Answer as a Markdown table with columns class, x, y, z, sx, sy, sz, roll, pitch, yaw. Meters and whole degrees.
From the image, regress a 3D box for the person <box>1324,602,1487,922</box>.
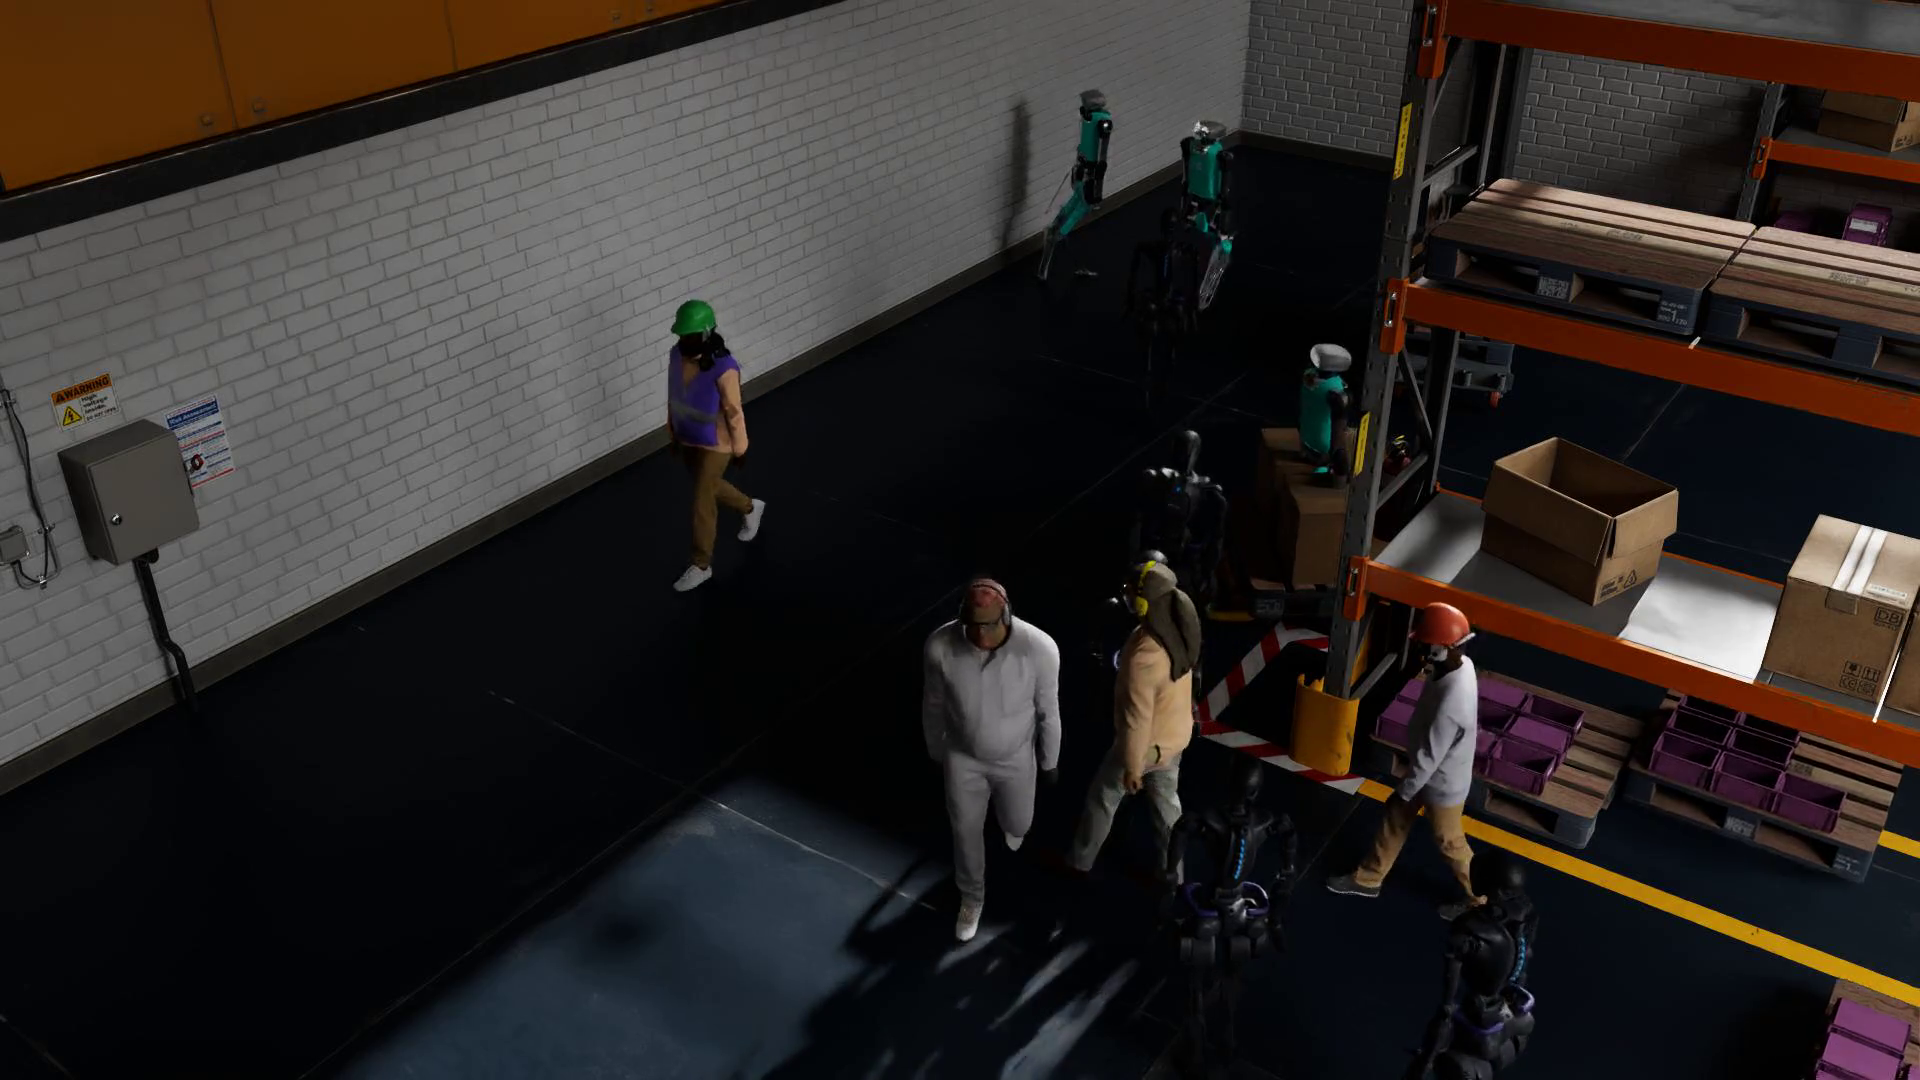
| class | x | y | z | sx | sy | sz | roll | pitch | yaw |
| --- | --- | --- | --- | --- | --- | --- | --- | --- | --- |
| person | 2.233 | 1.064 | 7.763 | 0.820 | 1.699 | 0.545 | 6 | 30 | 10 |

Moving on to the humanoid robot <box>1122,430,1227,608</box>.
| class | x | y | z | sx | sy | sz | roll | pitch | yaw |
| --- | --- | --- | --- | --- | --- | --- | --- | --- | --- |
| humanoid robot | 1.197 | 0.126 | 9.416 | 0.585 | 1.640 | 0.478 | 11 | 32 | 18 |

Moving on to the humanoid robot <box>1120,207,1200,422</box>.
| class | x | y | z | sx | sy | sz | roll | pitch | yaw |
| --- | --- | --- | --- | --- | --- | --- | --- | --- | --- |
| humanoid robot | 1.524 | -1.721 | 12.671 | 0.598 | 1.656 | 0.744 | 4 | 30 | 6 |

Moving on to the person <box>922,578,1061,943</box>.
| class | x | y | z | sx | sy | sz | roll | pitch | yaw |
| --- | --- | --- | --- | --- | --- | --- | --- | --- | --- |
| person | 0.146 | 0.940 | 7.791 | 0.656 | 1.879 | 0.719 | 4 | 30 | 6 |

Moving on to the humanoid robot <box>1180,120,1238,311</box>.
| class | x | y | z | sx | sy | sz | roll | pitch | yaw |
| --- | --- | --- | --- | --- | --- | --- | --- | --- | --- |
| humanoid robot | 2.255 | -2.837 | 14.424 | 0.773 | 1.703 | 0.554 | -25 | 39 | -37 |

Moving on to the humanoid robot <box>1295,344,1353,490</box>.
| class | x | y | z | sx | sy | sz | roll | pitch | yaw |
| --- | --- | --- | --- | --- | --- | --- | --- | --- | --- |
| humanoid robot | 2.351 | -0.370 | 10.230 | 0.645 | 1.810 | 0.534 | -9 | 31 | -15 |

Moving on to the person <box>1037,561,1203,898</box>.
| class | x | y | z | sx | sy | sz | roll | pitch | yaw |
| --- | --- | --- | --- | --- | --- | --- | --- | --- | --- |
| person | 0.776 | 0.884 | 7.930 | 0.841 | 1.843 | 0.583 | 19 | 35 | 29 |

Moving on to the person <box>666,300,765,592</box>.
| class | x | y | z | sx | sy | sz | roll | pitch | yaw |
| --- | --- | --- | --- | --- | --- | --- | --- | --- | --- |
| person | -1.581 | -0.673 | 10.578 | 0.530 | 1.898 | 0.864 | 23 | 37 | 34 |

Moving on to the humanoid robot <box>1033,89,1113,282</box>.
| class | x | y | z | sx | sy | sz | roll | pitch | yaw |
| --- | --- | --- | --- | --- | --- | --- | --- | --- | --- |
| humanoid robot | 0.931 | -3.133 | 15.094 | 0.808 | 1.850 | 0.560 | -8 | 31 | -14 |

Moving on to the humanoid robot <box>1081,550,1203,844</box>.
| class | x | y | z | sx | sy | sz | roll | pitch | yaw |
| --- | --- | --- | --- | --- | --- | --- | --- | --- | --- |
| humanoid robot | 0.919 | 0.768 | 8.297 | 0.610 | 1.646 | 0.346 | 4 | 30 | 8 |

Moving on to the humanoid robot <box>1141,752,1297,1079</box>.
| class | x | y | z | sx | sy | sz | roll | pitch | yaw |
| --- | --- | --- | --- | --- | --- | --- | --- | --- | --- |
| humanoid robot | 1.063 | 1.576 | 6.897 | 0.607 | 1.651 | 0.356 | -3 | 30 | -5 |

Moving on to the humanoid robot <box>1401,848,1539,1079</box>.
| class | x | y | z | sx | sy | sz | roll | pitch | yaw |
| --- | --- | --- | --- | --- | --- | --- | --- | --- | --- |
| humanoid robot | 2.012 | 1.945 | 6.305 | 0.605 | 1.652 | 0.631 | -15 | 33 | -24 |

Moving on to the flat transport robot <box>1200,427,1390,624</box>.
| class | x | y | z | sx | sy | sz | roll | pitch | yaw |
| --- | --- | --- | --- | --- | --- | --- | --- | --- | --- |
| flat transport robot | 2.238 | 0.263 | 10.583 | 1.431 | 0.231 | 0.659 | -1 | 30 | -1 |
